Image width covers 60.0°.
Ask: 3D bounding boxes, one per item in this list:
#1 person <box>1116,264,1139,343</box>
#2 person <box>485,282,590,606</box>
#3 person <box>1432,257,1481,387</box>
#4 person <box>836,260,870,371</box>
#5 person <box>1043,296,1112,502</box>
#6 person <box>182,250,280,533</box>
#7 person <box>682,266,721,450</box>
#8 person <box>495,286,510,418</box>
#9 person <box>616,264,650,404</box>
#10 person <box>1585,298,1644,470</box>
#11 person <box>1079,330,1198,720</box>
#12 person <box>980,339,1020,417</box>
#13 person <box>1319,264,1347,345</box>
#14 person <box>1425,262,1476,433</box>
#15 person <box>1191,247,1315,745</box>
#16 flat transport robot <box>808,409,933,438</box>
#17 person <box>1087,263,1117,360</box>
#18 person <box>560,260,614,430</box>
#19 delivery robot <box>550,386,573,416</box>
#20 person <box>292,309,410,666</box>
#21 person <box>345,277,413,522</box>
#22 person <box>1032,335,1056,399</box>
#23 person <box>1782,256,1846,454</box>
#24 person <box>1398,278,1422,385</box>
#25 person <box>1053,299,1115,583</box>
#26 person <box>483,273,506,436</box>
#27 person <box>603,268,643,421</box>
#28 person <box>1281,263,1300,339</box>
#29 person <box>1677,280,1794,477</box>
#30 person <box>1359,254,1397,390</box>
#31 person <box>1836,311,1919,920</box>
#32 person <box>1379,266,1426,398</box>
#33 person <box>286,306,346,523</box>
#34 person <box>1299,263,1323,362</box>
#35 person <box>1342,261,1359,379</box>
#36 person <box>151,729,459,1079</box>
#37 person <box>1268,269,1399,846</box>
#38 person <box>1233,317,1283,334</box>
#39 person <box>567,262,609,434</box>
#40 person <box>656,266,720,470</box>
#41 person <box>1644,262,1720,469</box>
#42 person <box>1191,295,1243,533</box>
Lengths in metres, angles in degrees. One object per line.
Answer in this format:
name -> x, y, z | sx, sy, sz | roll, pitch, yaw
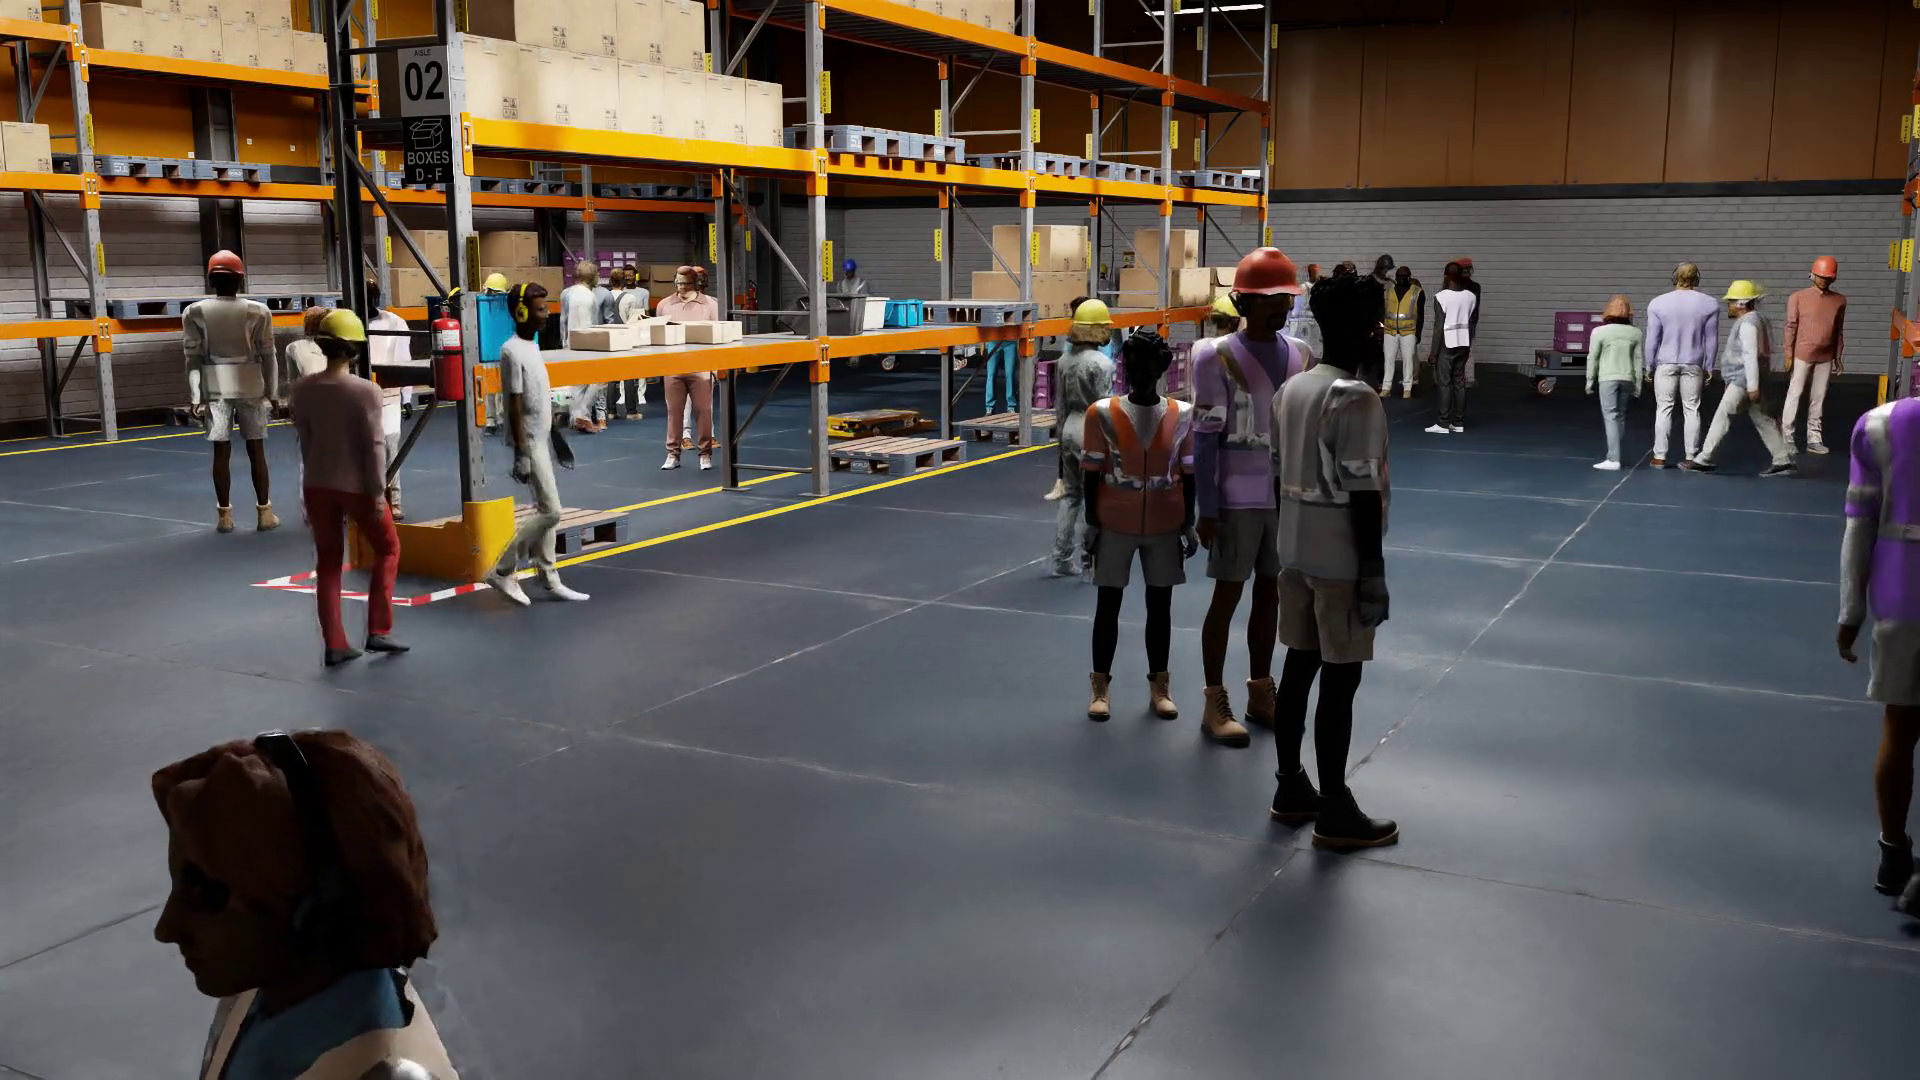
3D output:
person -> 2.646, -3.388, 26.064 | 0.429, 1.842, 0.633 | -1, 10, -4
person -> -2.425, -0.535, 9.516 | 0.486, 1.855, 0.531 | -1, 10, -3
person -> 7.483, -3.259, 24.974 | 0.621, 1.962, 0.789 | 9, 13, 43
person -> -1.877, -3.852, 28.605 | 0.620, 1.887, 1.003 | 4, 11, 22
person -> 1.024, -1.156, 13.621 | 0.701, 1.676, 0.541 | -9, 13, -41
person -> -5.274, -1.073, 12.086 | 0.615, 2.038, 0.395 | -3, 10, -17
person -> -2.708, -1.875, 17.192 | 0.576, 1.882, 0.355 | -6, 12, -33
person -> -5.599, -2.307, 20.385 | 0.514, 1.642, 0.310 | 0, 10, -3
person -> -4.390, -2.744, 22.250 | 0.520, 1.874, 0.327 | 0, 10, -1
person -> 6.195, -1.471, 15.701 | 0.517, 1.595, 0.589 | -1, 10, -4
person -> 0.778, -0.059, 7.215 | 0.530, 1.696, 0.321 | 0, 10, -2
person -> 0.525, -2.427, 20.474 | 0.567, 1.850, 0.389 | 0, 10, -2
person -> 5.268, -2.896, 23.171 | 0.516, 1.862, 0.335 | 0, 10, 2
person -> 5.531, -2.158, 18.718 | 0.596, 1.918, 0.380 | -6, 11, -30
person -> 1.241, -0.178, 6.897 | 0.614, 2.042, 0.373 | -6, 11, -31
flat transport robot -> -0.986, -1.311, 18.582 | 0.652, 0.197, 1.431 | 7, 12, 35
person -> 2.560, -4.102, 30.222 | 0.591, 1.833, 0.404 | 3, 10, 14
person -> -4.266, -2.225, 19.054 | 0.629, 1.940, 0.373 | -1, 10, -3
delivery robot -> -4.635, -1.659, 19.506 | 0.477, 0.478, 0.707 | 4, 10, 22
person -> -3.016, -0.259, 8.237 | 0.526, 1.751, 0.525 | 2, 10, 13
person -> -4.456, -1.056, 12.577 | 0.624, 1.841, 0.430 | -3, 10, -19
person -> 1.041, -2.944, 23.353 | 0.620, 1.882, 0.930 | 2, 10, 9
person -> 8.592, -1.847, 16.728 | 0.609, 1.985, 0.392 | -1, 10, -3
person -> 6.939, -3.196, 25.554 | 0.272, 1.632, 0.508 | 1, 10, 5
person -> 0.796, -0.607, 10.253 | 0.316, 1.743, 0.492 | -6, 12, -32
person -> -5.140, -2.027, 18.316 | 0.667, 1.795, 0.555 | -1, 10, -7
person -> -4.099, -2.356, 20.084 | 0.513, 1.843, 0.334 | 2, 10, 12
person -> 3.832, -2.340, 19.714 | 0.362, 1.939, 0.542 | -1, 10, -4
person -> 7.099, -1.452, 15.026 | 0.955, 1.785, 0.582 | 6, 12, 33
person -> 6.265, -3.284, 24.885 | 0.688, 2.000, 0.844 | -6, 12, -33
person -> 2.966, 0.215, 5.060 | 0.658, 1.925, 0.597 | -9, 13, -43
person -> 6.157, -2.900, 23.260 | 0.623, 1.839, 0.429 | 5, 11, 26
person -> -4.773, -0.932, 12.463 | 0.508, 1.629, 0.317 | 0, 10, -2
person -> 5.477, -3.374, 25.913 | 0.572, 1.867, 0.411 | -9, 13, -42
person -> 5.491, -3.015, 23.720 | 0.643, 1.909, 0.410 | 6, 12, 33
person -> -0.587, 0.946, 1.649 | 0.801, 1.604, 0.517 | -5, 11, -26
person -> 1.285, 0.062, 5.731 | 0.366, 1.967, 0.603 | -3, 10, -18
person -> 3.246, -2.074, 18.310 | 0.606, 1.895, 0.737 | 1, 10, 6
person -> -4.141, -2.121, 18.502 | 0.443, 1.919, 0.665 | -4, 11, -23
person -> -2.542, -1.598, 15.534 | 0.638, 1.903, 0.409 | 0, 10, 1
person -> 6.732, -1.622, 15.558 | 0.632, 1.938, 0.359 | 3, 10, 18
person -> 1.860, -0.913, 12.087 | 0.539, 1.724, 0.899 | 8, 13, 40
